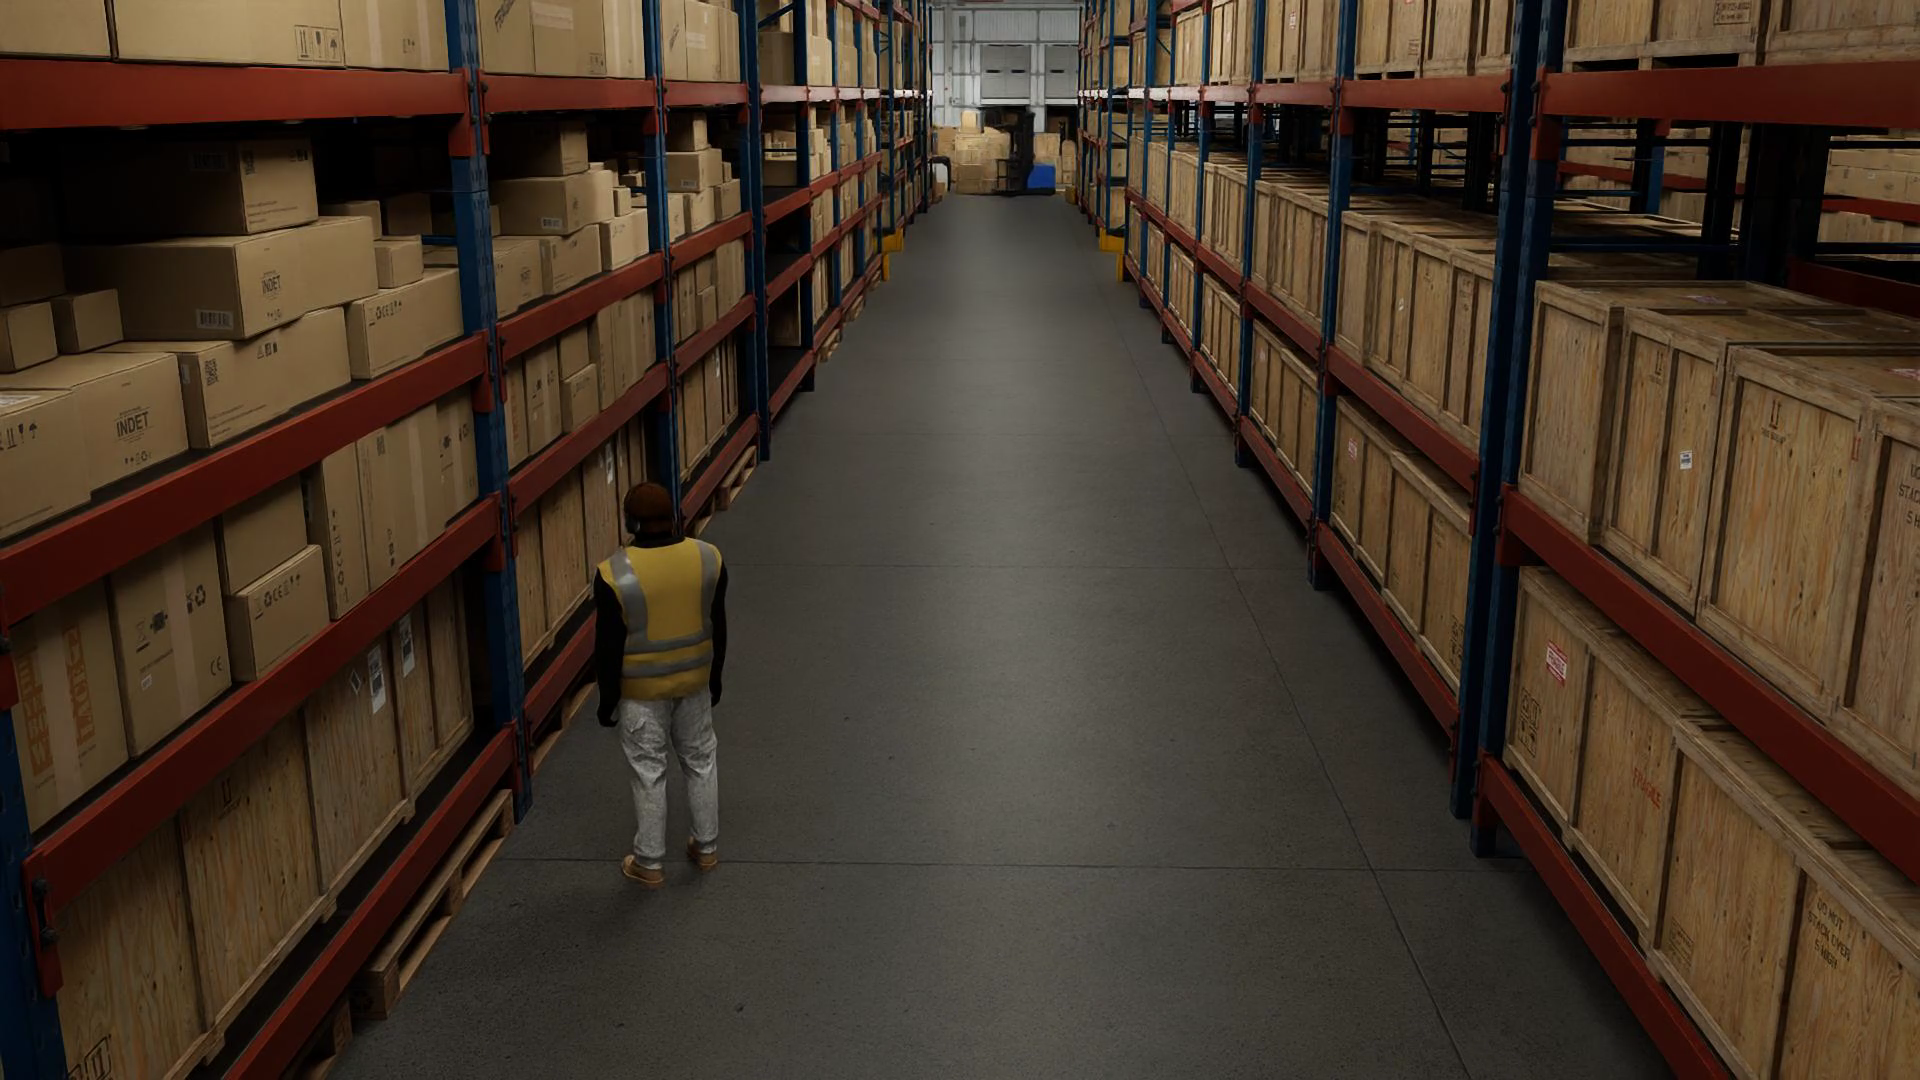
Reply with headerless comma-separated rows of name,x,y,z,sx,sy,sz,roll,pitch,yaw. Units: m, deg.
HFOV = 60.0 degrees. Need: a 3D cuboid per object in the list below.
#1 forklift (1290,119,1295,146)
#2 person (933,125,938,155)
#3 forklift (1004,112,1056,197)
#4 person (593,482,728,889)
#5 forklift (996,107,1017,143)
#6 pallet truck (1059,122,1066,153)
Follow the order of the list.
forklift,8.632,-9.602,43.516,1.873,2.768,1.129,0,15,2
person,-1.153,-19.720,82.966,0.563,1.927,0.650,0,15,0
forklift,2.249,-13.141,56.686,1.873,2.768,1.129,-5,16,-16
person,-1.329,0.641,7.388,0.621,1.838,0.429,-10,18,-33
forklift,1.956,-19.882,81.768,1.873,2.768,1.129,1,15,4
pallet truck,5.788,-21.111,88.014,1.885,1.965,0.823,5,16,18
